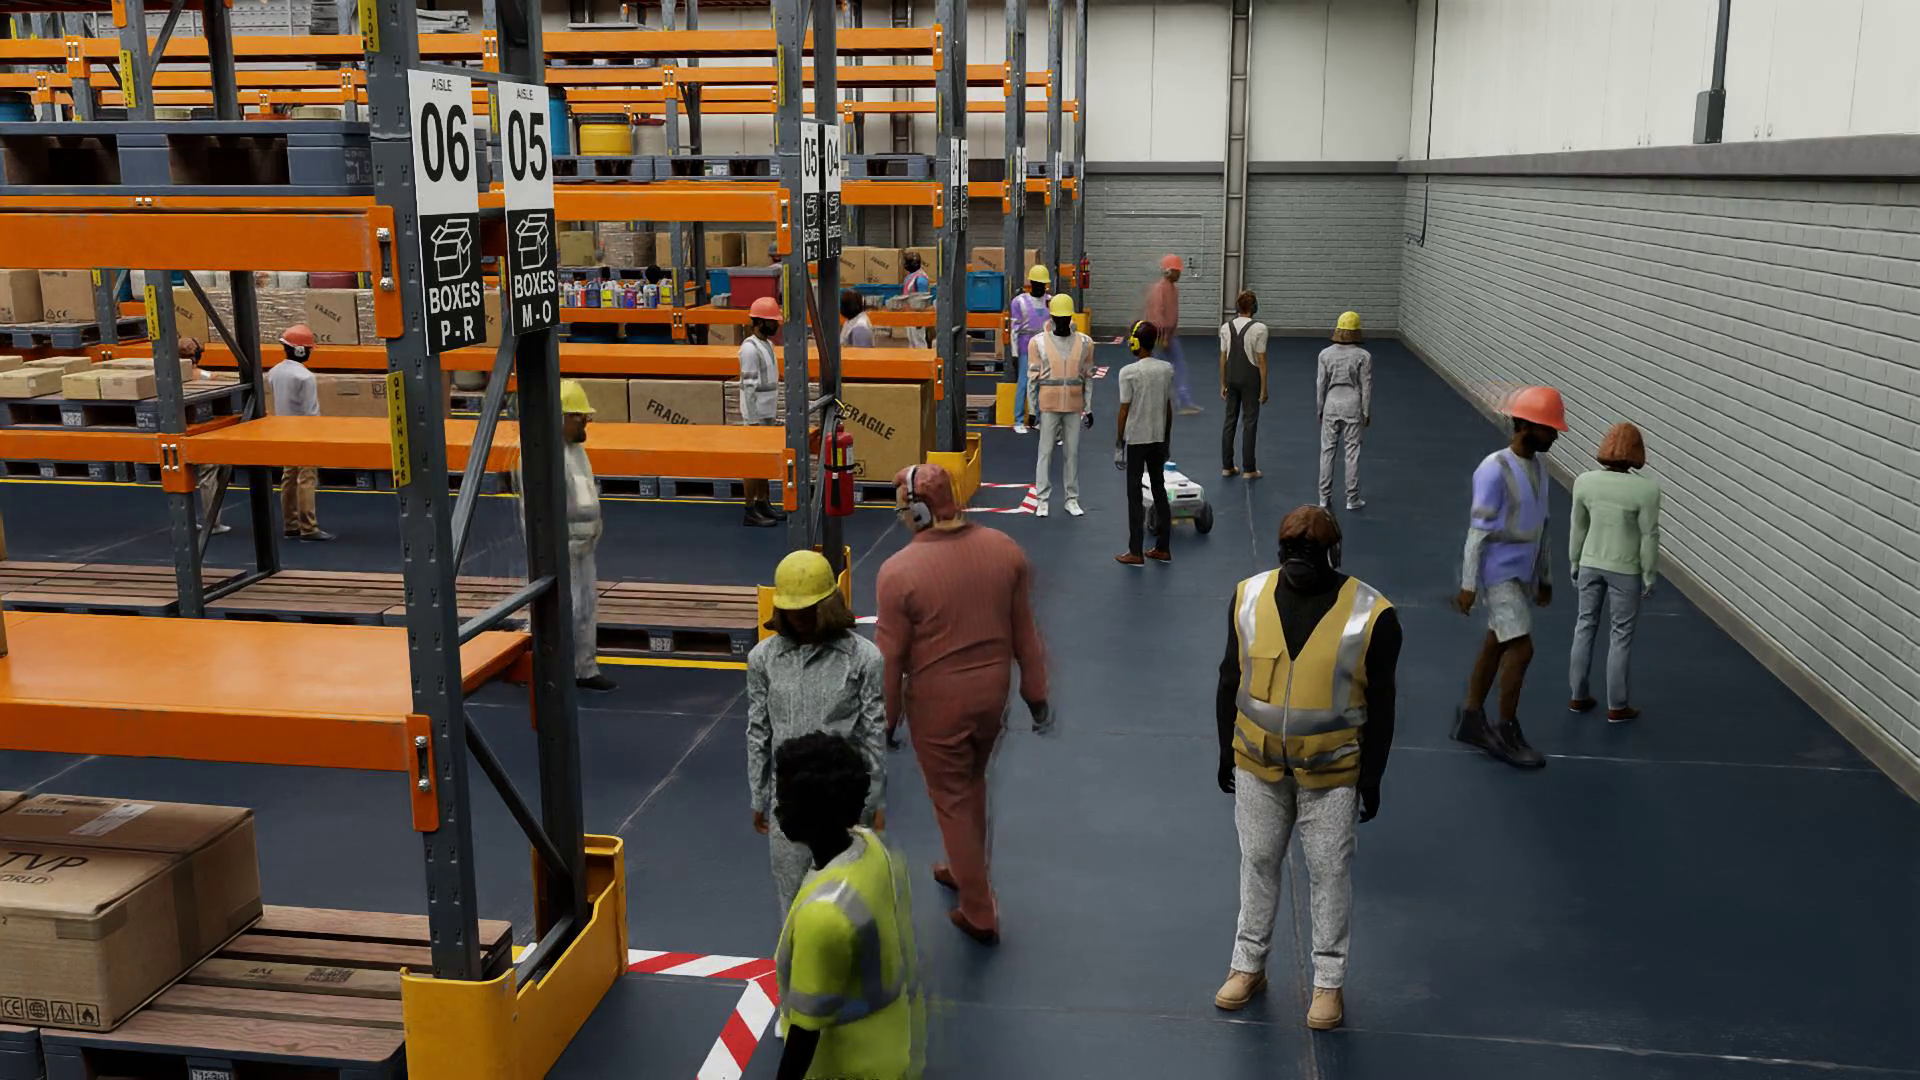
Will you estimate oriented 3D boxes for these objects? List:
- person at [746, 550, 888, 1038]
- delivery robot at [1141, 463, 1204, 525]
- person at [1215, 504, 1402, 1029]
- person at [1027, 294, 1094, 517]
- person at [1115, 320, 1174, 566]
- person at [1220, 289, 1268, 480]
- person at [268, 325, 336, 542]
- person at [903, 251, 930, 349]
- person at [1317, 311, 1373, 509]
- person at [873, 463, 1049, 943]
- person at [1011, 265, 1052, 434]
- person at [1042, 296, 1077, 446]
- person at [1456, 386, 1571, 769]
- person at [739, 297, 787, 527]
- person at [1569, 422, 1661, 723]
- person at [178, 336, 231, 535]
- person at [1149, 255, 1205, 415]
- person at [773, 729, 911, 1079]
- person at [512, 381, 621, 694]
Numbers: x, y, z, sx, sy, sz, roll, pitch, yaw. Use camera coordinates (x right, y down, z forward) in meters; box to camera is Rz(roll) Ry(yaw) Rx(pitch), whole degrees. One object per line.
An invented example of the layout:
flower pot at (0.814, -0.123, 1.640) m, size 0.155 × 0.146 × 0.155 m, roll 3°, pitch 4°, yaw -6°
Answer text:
person at (-0.489, 0.874, 5.640) m, size 0.491 × 1.730 × 0.323 m, roll 2°, pitch 13°, yaw 9°
delivery robot at (1.744, -0.399, 13.841) m, size 0.477 × 0.478 × 0.707 m, roll -4°, pitch 13°, yaw -16°
person at (1.182, 0.782, 5.799) m, size 0.625 × 1.844 × 0.429 m, roll 6°, pitch 14°, yaw 26°
person at (0.872, -1.156, 14.348) m, size 0.594 × 1.926 × 0.367 m, roll -2°, pitch 13°, yaw -10°
person at (1.397, -0.729, 12.592) m, size 0.510 × 1.859 × 0.332 m, roll -7°, pitch 14°, yaw -29°
person at (2.744, -1.496, 16.094) m, size 0.506 × 1.839 × 0.343 m, roll 10°, pitch 16°, yaw 38°
person at (-5.303, -0.857, 13.414) m, size 0.565 × 1.743 × 0.345 m, roll 9°, pitch 15°, yaw 36°
person at (-0.646, -3.169, 23.633) m, size 0.430 × 1.844 × 0.624 m, roll -4°, pitch 13°, yaw -17°
person at (3.404, -1.148, 14.731) m, size 0.493 × 1.743 × 0.295 m, roll 7°, pitch 14°, yaw 28°
person at (-0.066, 0.607, 6.531) m, size 0.718 × 1.865 × 0.768 m, roll -8°, pitch 15°, yaw -32°
person at (0.865, -2.161, 18.922) m, size 0.594 × 1.917 × 0.401 m, roll -5°, pitch 13°, yaw -21°
person at (1.082, -1.854, 18.178) m, size 0.314 × 1.630 × 0.528 m, roll -10°, pitch 16°, yaw -39°
person at (2.832, 0.189, 8.320) m, size 0.572 × 1.905 × 0.733 m, roll -11°, pitch 17°, yaw -41°
person at (-1.644, -1.074, 13.984) m, size 0.387 × 1.929 × 0.544 m, roll 3°, pitch 13°, yaw 13°
person at (3.539, 0.173, 9.041) m, size 0.286 × 1.628 × 0.502 m, roll -10°, pitch 16°, yaw -39°
person at (-6.268, -0.846, 13.632) m, size 0.509 × 1.629 × 0.314 m, roll 1°, pitch 13°, yaw 6°
person at (2.574, -2.460, 20.177) m, size 0.915 × 1.957 × 0.642 m, roll 8°, pitch 15°, yaw 34°
person at (-0.353, 1.263, 4.027) m, size 0.872 × 1.647 × 0.542 m, roll 1°, pitch 13°, yaw 4°
person at (-2.276, 0.006, 9.359) m, size 0.576 × 1.813 × 0.605 m, roll 2°, pitch 13°, yaw 11°
